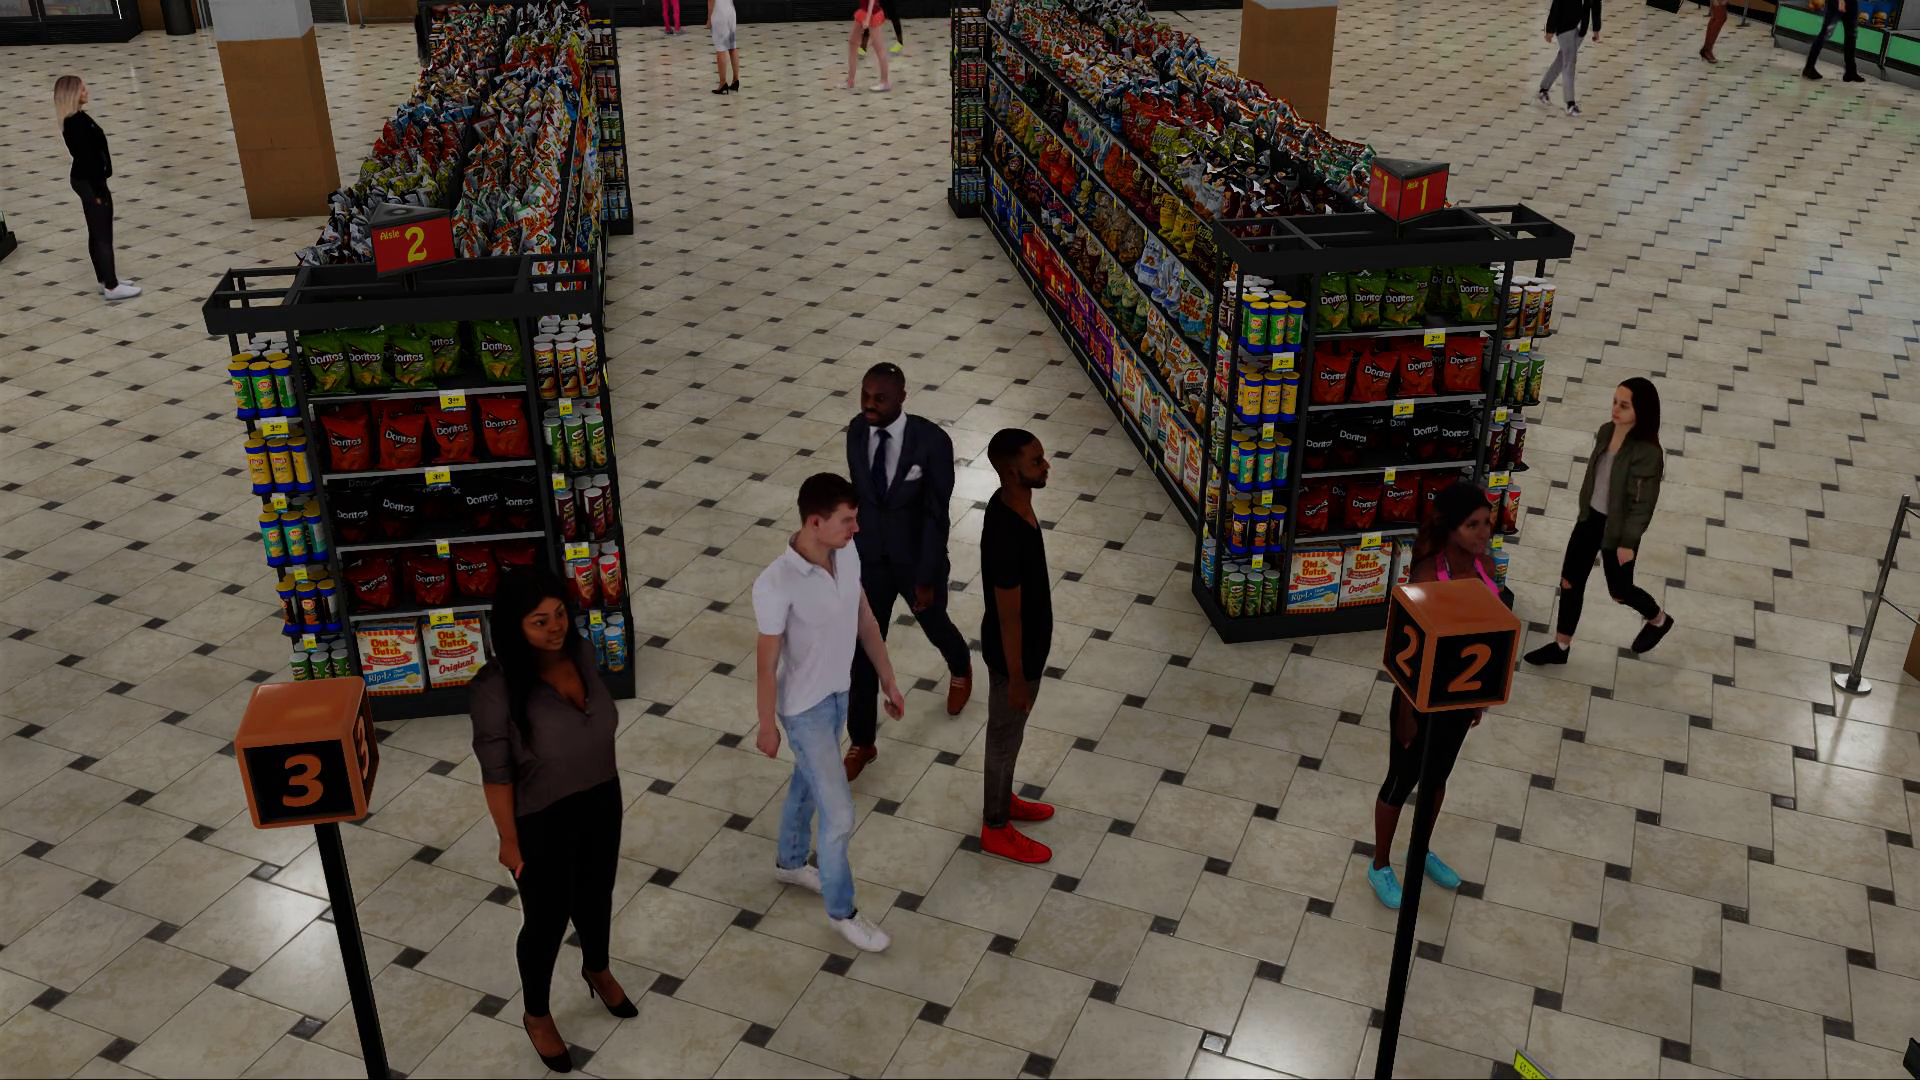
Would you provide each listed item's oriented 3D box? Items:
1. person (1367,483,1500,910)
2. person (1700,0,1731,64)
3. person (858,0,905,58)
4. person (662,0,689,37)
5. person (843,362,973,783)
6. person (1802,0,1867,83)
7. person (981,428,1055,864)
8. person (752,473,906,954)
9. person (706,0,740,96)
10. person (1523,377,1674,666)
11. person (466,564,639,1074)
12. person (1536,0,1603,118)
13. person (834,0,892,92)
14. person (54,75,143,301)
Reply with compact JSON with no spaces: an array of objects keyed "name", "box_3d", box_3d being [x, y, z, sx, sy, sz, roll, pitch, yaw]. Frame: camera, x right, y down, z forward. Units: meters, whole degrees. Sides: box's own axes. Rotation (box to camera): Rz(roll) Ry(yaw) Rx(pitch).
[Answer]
[{"name":"person","box_3d":[1.770,0.575,6.209,0.613,1.720,0.629,-13,30,-24]},{"name":"person","box_3d":[9.543,-6.912,20.897,0.750,1.788,0.637,8,28,16]},{"name":"person","box_3d":[-0.940,-7.043,21.252,1.139,1.700,1.106,22,35,37]},{"name":"person","box_3d":[-4.030,-7.536,22.705,0.632,1.266,0.692,19,33,33]},{"name":"person","box_3d":[-0.206,0.074,7.110,1.112,1.798,1.306,11,29,20]},{"name":"person","box_3d":[10.485,-6.455,19.903,0.823,1.872,1.065,-11,29,-20]},{"name":"person","box_3d":[0.200,0.402,6.456,0.749,1.806,0.558,2,27,4]},{"name":"person","box_3d":[-0.609,0.571,6.099,0.975,1.827,0.945,12,29,23]},{"name":"person","box_3d":[-2.754,-6.088,19.312,0.690,1.751,0.637,19,33,33]},{"name":"person","box_3d":[3.094,-0.057,7.749,0.721,1.454,0.926,-8,28,-15]},{"name":"person","box_3d":[-1.317,0.899,5.436,0.812,1.841,0.750,17,32,30]},{"name":"person","box_3d":[6.691,-5.677,18.335,0.800,1.903,1.252,-7,28,-13]},{"name":"person","box_3d":[-0.972,-6.100,19.360,0.838,1.729,0.917,-15,31,-27]},{"name":"person","box_3d":[-6.620,-2.674,12.654,0.732,1.685,0.610,-18,32,-31]}]
